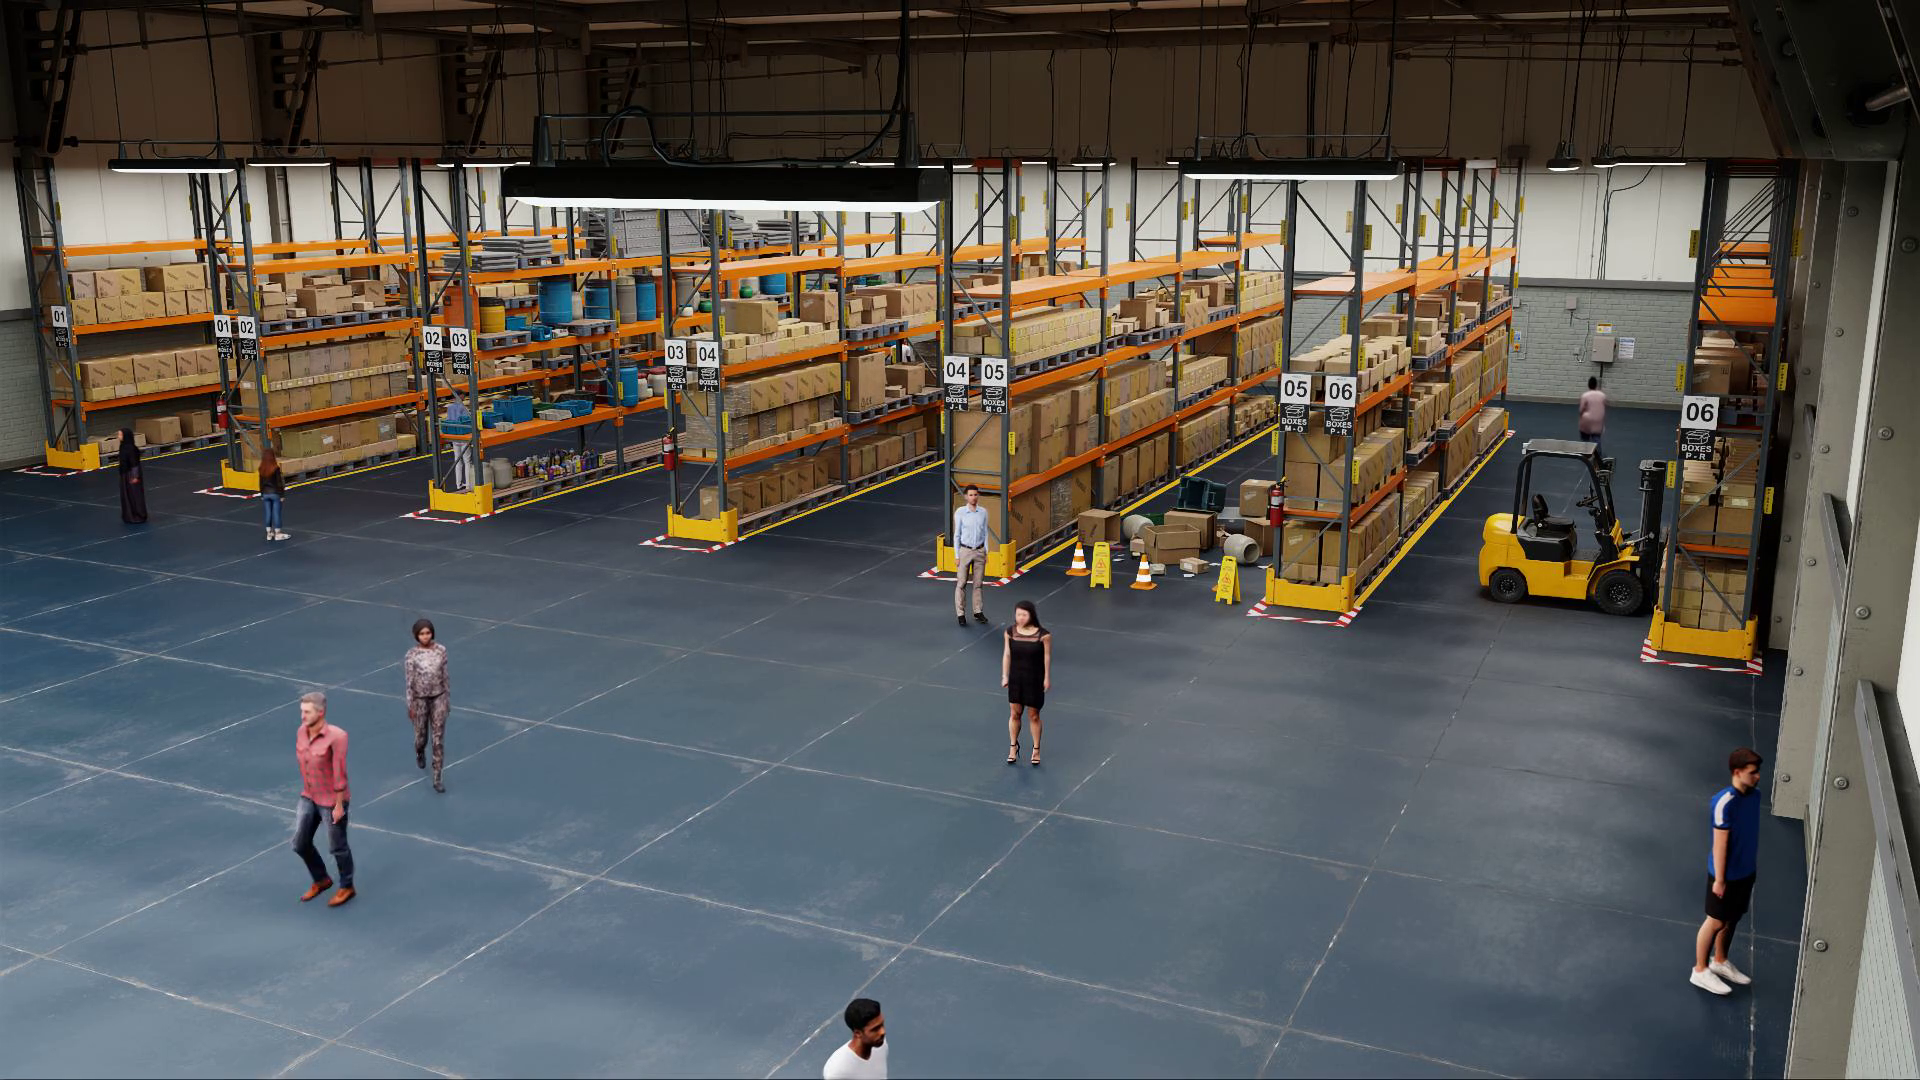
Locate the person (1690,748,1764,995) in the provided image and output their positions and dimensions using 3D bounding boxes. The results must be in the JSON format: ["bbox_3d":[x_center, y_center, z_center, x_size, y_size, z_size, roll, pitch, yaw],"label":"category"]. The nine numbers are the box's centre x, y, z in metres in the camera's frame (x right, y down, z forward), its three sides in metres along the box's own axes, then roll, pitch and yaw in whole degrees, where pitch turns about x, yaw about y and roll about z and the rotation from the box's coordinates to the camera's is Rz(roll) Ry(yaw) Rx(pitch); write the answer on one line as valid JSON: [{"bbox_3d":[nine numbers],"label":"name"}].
[{"bbox_3d":[5.671,2.404,12.247,0.668,1.866,0.781,-10,16,-37],"label":"person"}]

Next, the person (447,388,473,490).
[{"bbox_3d":[-9.191,-1.872,30.661,0.653,1.889,0.572,7,15,27],"label":"person"}]

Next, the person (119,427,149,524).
[{"bbox_3d":[-13.927,-1.100,27.934,0.661,1.615,0.660,10,17,38],"label":"person"}]

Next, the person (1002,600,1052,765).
[{"bbox_3d":[0.669,1.431,16.778,0.700,1.717,0.649,3,13,14],"label":"person"}]

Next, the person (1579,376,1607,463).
[{"bbox_3d":[12.666,-2.392,33.273,0.861,1.724,1.099,2,13,9],"label":"person"}]

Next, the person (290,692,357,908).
[{"bbox_3d":[-5.151,2.099,13.671,0.697,1.817,0.646,5,14,22],"label":"person"}]

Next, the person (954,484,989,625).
[{"bbox_3d":[0.152,0.172,21.925,0.752,1.847,0.808,-4,14,-18],"label":"person"}]

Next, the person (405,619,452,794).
[{"bbox_3d":[-5.168,1.582,16.167,0.929,1.700,0.925,-7,15,-29],"label":"person"}]

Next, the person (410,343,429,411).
[{"bbox_3d":[-12.661,-3.754,39.051,0.626,1.770,0.554,4,14,18],"label":"person"}]

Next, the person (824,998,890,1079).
[{"bbox_3d":[-0.551,3.241,8.941,0.706,1.727,0.521,8,15,31],"label":"person"}]

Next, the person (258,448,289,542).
[{"bbox_3d":[-11.043,-0.736,26.666,0.609,1.478,0.560,2,13,10],"label":"person"}]
